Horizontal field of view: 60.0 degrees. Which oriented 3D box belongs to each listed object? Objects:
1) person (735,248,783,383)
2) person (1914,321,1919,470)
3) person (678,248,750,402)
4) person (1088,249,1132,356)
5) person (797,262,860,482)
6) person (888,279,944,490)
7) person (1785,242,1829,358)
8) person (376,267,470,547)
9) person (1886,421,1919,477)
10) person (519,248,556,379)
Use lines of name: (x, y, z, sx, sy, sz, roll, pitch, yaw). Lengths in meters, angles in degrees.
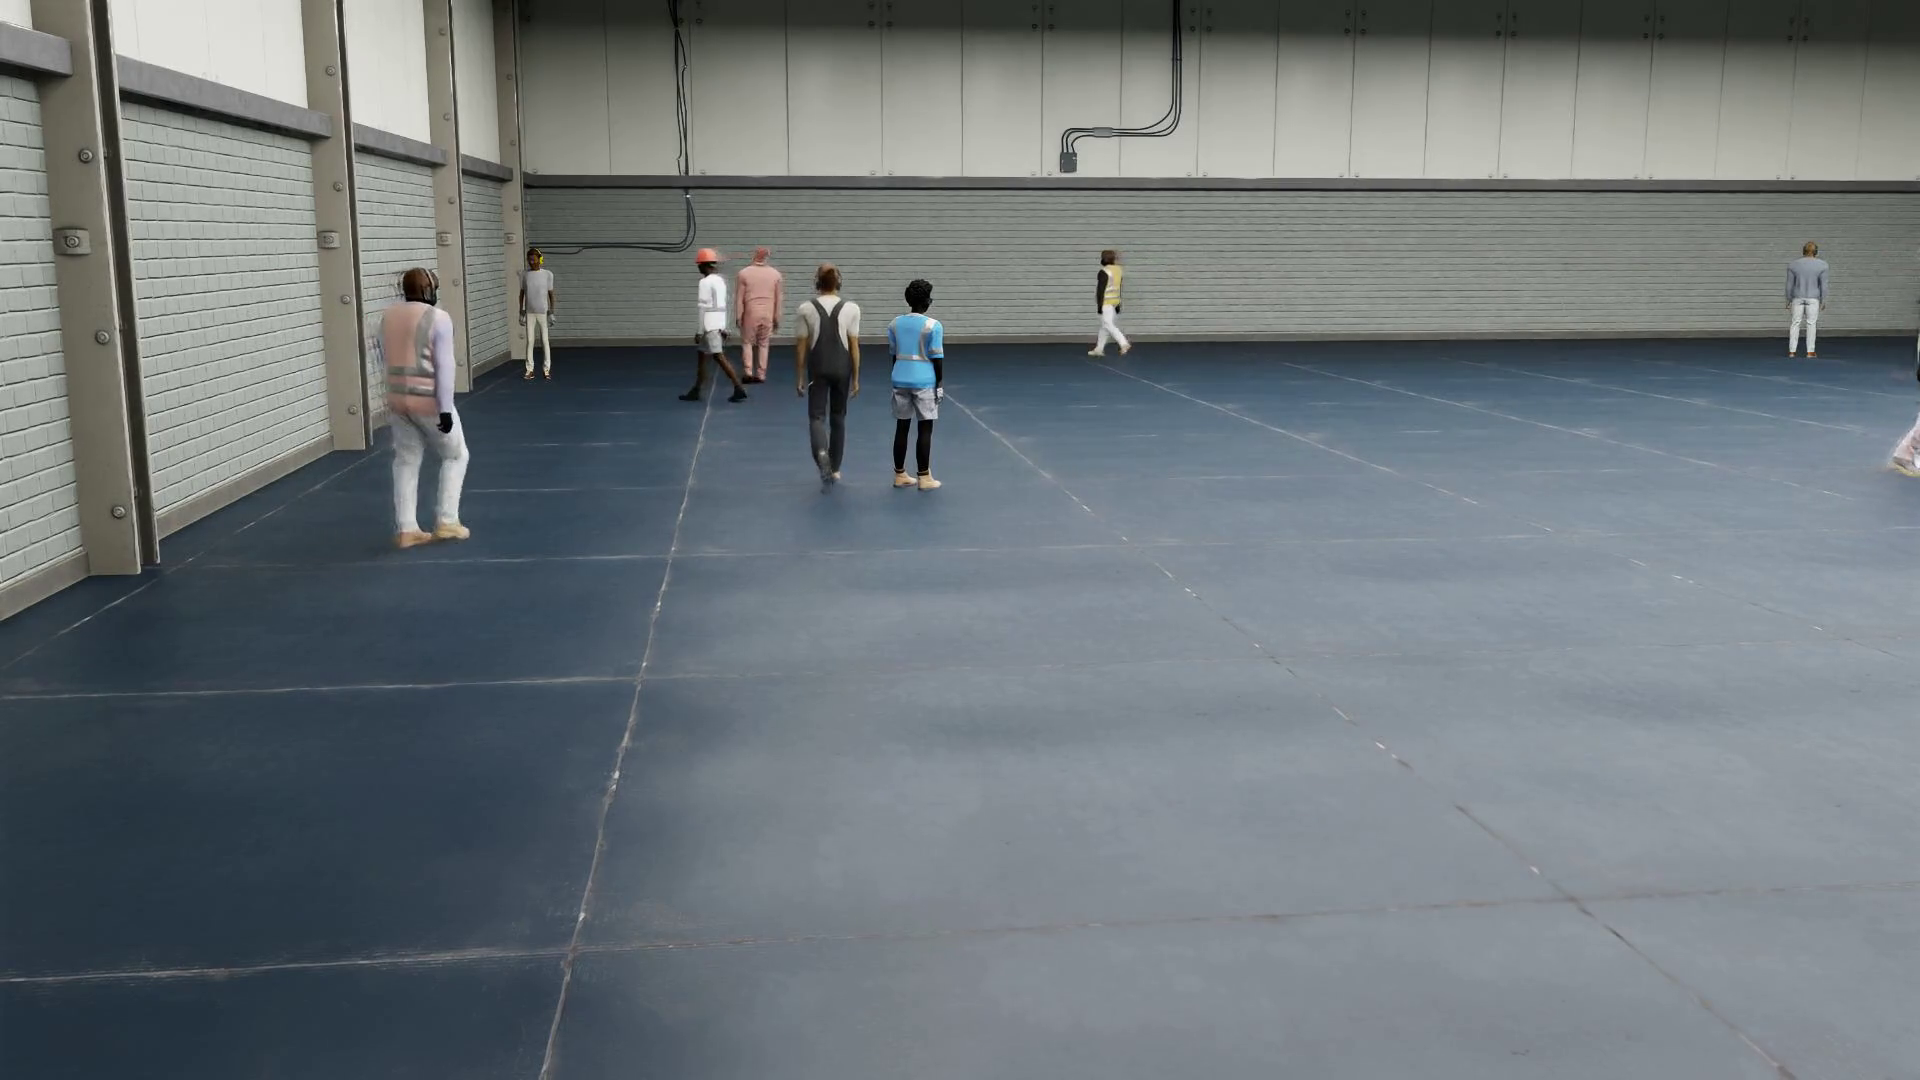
person: (-2.791, -3.088, 22.979, 0.671, 1.870, 0.456, -4, 11, -22)
person: (8.610, -1.555, 14.410, 0.593, 1.925, 0.384, 0, 10, 2)
person: (-3.004, -2.625, 20.375, 0.971, 1.899, 0.557, 3, 11, 14)
person: (2.557, -4.009, 28.181, 0.837, 1.818, 0.632, 7, 12, 32)
person: (-1.066, -1.343, 13.539, 0.513, 1.826, 0.726, -1, 10, -5)
person: (-0.347, -1.243, 13.352, 0.530, 1.689, 0.321, 7, 13, 34)
person: (14.230, -4.035, 27.975, 0.638, 1.936, 0.357, 7, 13, 34)
person: (-3.509, -0.872, 10.949, 0.665, 1.816, 0.626, 5, 11, 25)
person: (8.199, -1.451, 13.827, 0.826, 1.947, 0.647, 9, 13, 40)
person: (-6.050, -3.232, 23.779, 0.521, 1.865, 0.328, -1, 10, -5)
